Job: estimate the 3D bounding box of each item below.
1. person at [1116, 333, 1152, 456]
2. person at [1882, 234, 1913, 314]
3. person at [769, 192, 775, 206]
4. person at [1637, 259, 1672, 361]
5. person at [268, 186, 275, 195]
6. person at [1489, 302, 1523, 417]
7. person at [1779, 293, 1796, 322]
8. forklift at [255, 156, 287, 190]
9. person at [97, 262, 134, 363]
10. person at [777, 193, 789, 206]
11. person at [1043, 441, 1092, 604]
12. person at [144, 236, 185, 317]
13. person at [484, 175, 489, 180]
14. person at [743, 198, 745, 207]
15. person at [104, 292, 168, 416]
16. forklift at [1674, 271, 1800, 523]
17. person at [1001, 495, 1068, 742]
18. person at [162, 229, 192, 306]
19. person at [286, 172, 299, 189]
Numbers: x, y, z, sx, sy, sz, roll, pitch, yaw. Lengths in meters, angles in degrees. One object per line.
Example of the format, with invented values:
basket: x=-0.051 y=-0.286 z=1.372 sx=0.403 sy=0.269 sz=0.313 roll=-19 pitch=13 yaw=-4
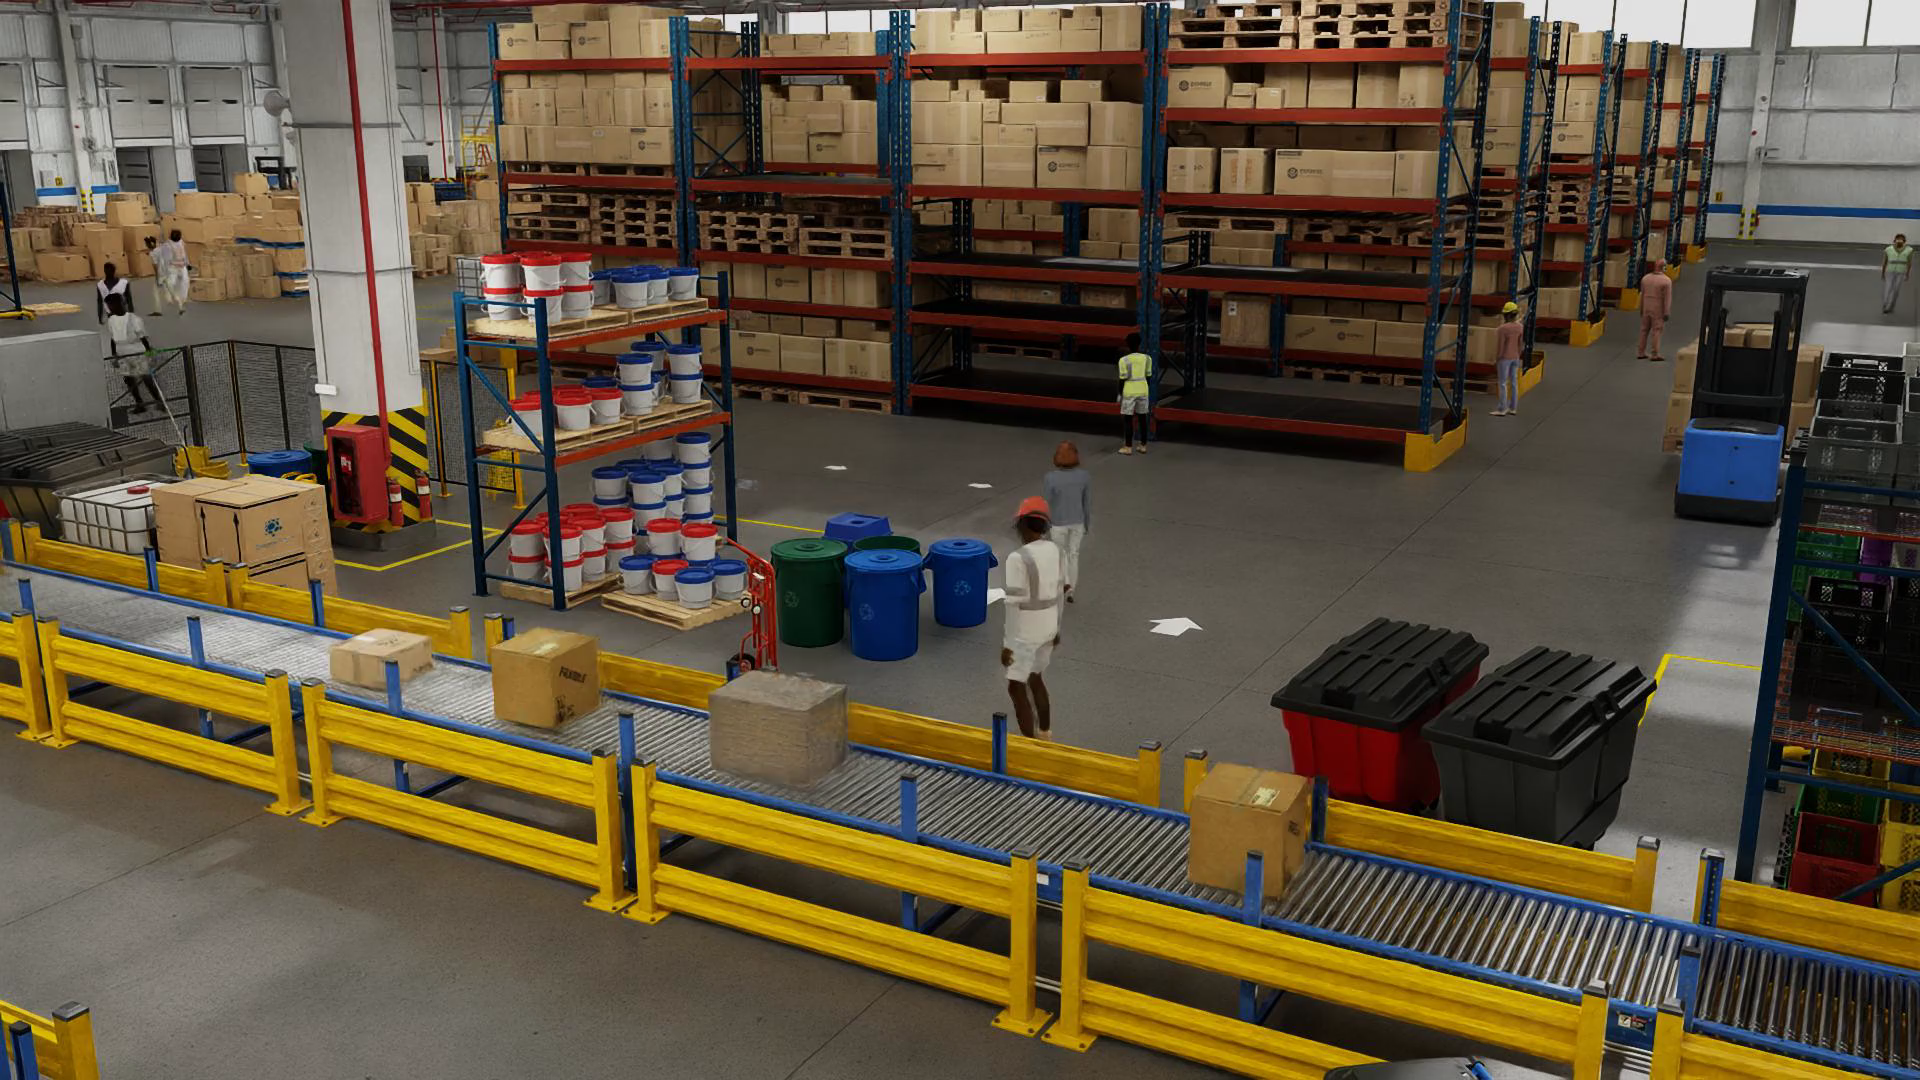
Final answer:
person: x=2.397 y=-2.009 z=22.924 sx=0.530 sy=1.693 sz=0.321 roll=-7 pitch=17 yaw=-26
person: x=21.365 y=-6.060 z=37.957 sx=0.566 sy=1.799 sz=0.909 roll=7 pitch=16 yaw=24
person: x=-6.130 y=-10.643 z=55.180 sx=0.470 sy=1.803 sz=0.703 roll=-6 pitch=16 yaw=-21
person: x=13.044 y=-4.304 z=31.171 sx=0.399 sy=1.900 sz=0.645 roll=-8 pitch=17 yaw=-29
person: x=-23.633 y=-11.320 z=57.586 sx=0.615 sy=1.889 sz=1.039 roll=6 pitch=16 yaw=22
person: x=8.460 y=-2.796 z=25.743 sx=0.526 sy=1.769 sz=0.330 roll=-8 pitch=17 yaw=-27
person: x=15.635 y=-4.240 z=31.423 sx=0.282 sy=1.636 sz=0.500 roll=3 pitch=15 yaw=13
forklift: x=-24.235 y=-12.131 z=58.703 sx=1.129 sy=2.768 sz=1.873 roll=0 pitch=15 yaw=0
person: x=-15.650 y=-4.221 z=30.886 sx=0.595 sy=1.889 sz=0.945 roll=-1 pitch=15 yaw=-2
person: x=-5.622 y=-10.218 z=53.275 sx=0.651 sy=1.952 sz=0.942 roll=5 pitch=16 yaw=20
person: x=1.045 y=-0.146 z=16.058 sx=0.517 sy=1.621 sz=0.422 roll=-4 pitch=15 yaw=-14
person: x=-17.943 y=-5.937 z=37.478 sx=0.809 sy=1.820 sz=0.592 roll=1 pitch=15 yaw=4
person: x=-20.608 y=-15.126 z=72.272 sx=0.739 sy=1.669 sz=0.534 roll=-1 pitch=15 yaw=-4
person: x=-6.578 y=-9.507 z=50.705 sx=0.640 sy=1.913 sz=0.851 roll=5 pitch=16 yaw=17
person: x=-12.780 y=-2.882 z=25.779 sx=0.743 sy=1.922 sz=0.518 roll=4 pitch=15 yaw=14
forklift: x=9.269 y=-1.763 z=19.726 sx=1.129 sy=2.768 sz=1.873 roll=8 pitch=17 yaw=27
person: x=0.502 y=0.693 z=12.206 sx=0.461 sy=1.989 sz=0.790 roll=11 pitch=18 yaw=35
person: x=-18.636 y=-6.473 z=39.532 sx=0.664 sy=1.794 sz=0.642 roll=4 pitch=16 yaw=16
person: x=-27.330 y=-14.151 z=68.148 sx=0.606 sy=1.917 sz=0.416 roll=-5 pitch=16 yaw=-17
